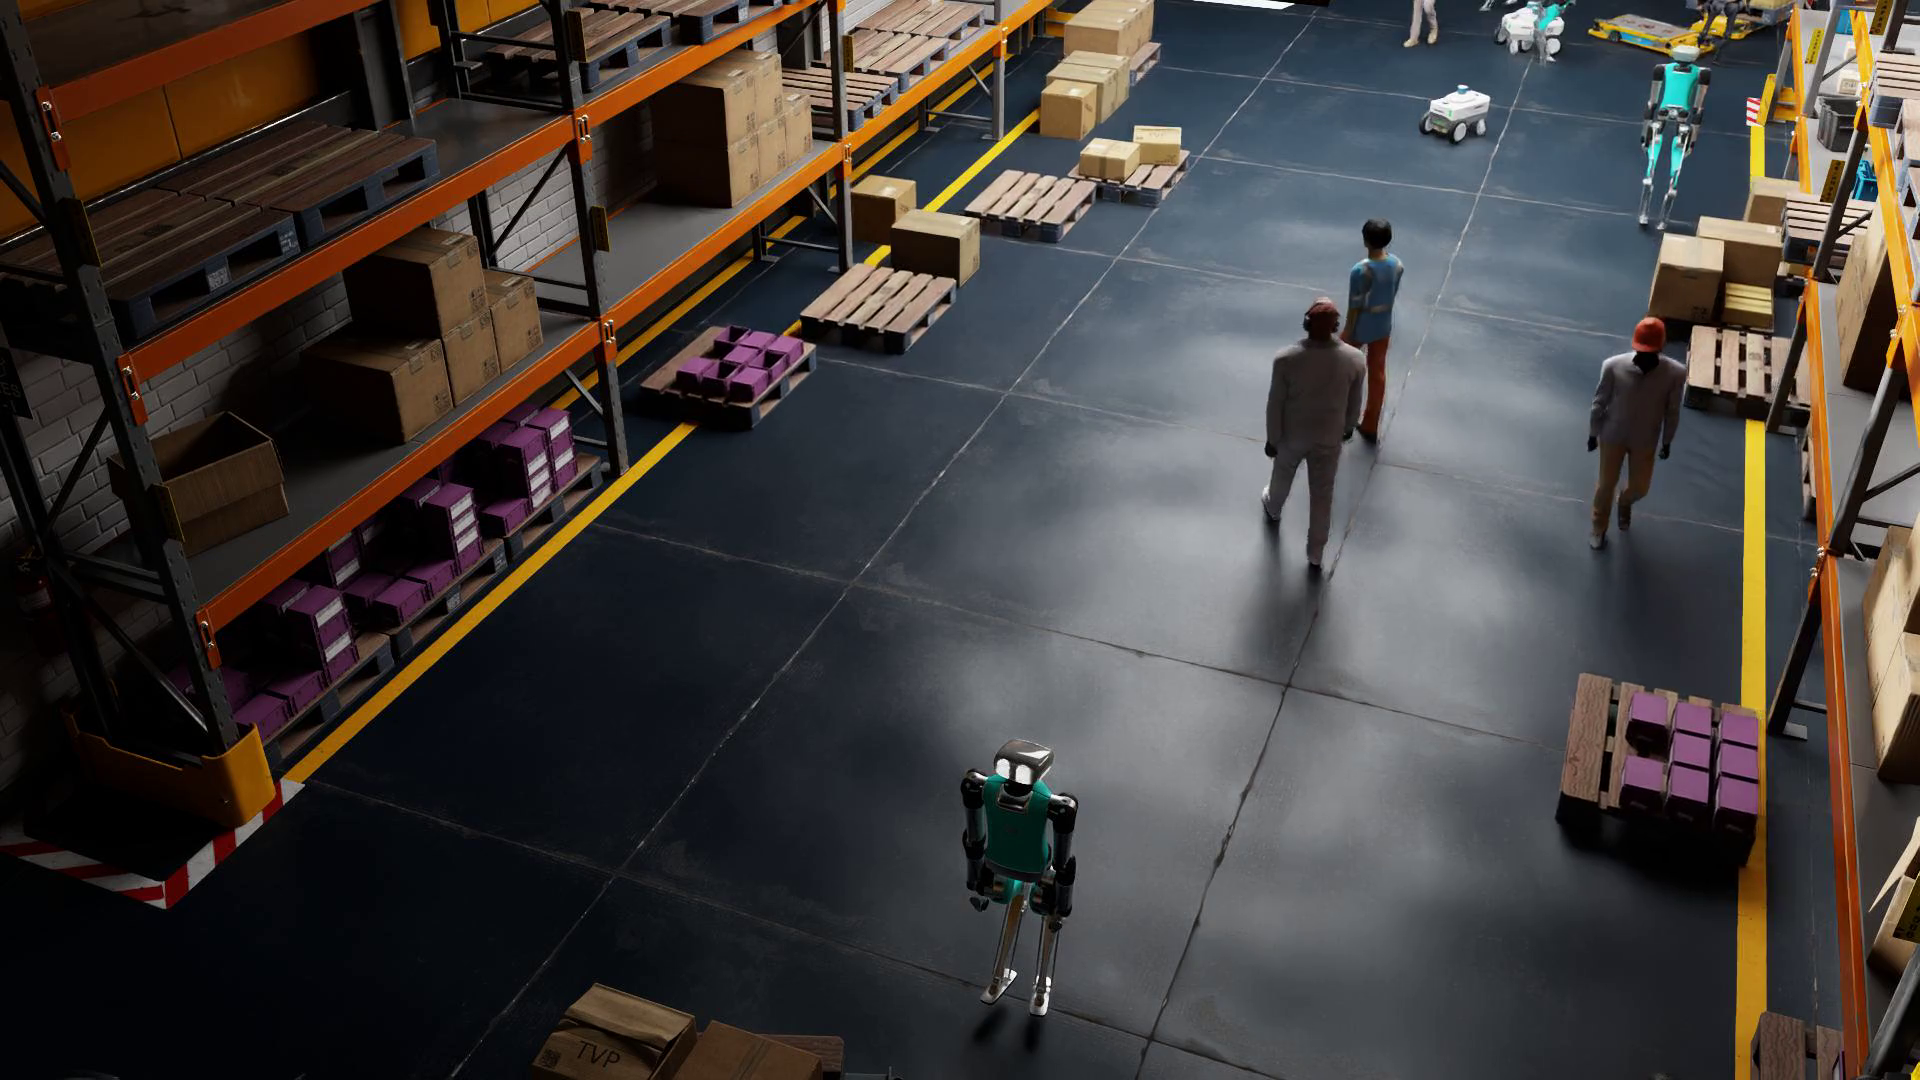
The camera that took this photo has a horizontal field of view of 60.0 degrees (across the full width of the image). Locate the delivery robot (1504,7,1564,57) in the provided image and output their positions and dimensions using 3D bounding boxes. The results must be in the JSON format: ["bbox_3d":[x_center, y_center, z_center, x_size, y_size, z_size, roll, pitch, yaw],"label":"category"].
[{"bbox_3d":[7.445,-6.578,21.525,0.783,0.612,0.499,4,33,6],"label":"delivery robot"}]

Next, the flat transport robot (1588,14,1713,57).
[{"bbox_3d":[9.069,-6.621,21.839,0.659,0.231,1.431,-22,39,-30],"label":"flat transport robot"}]

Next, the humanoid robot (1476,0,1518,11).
[{"bbox_3d":[7.614,-8.162,22.891,0.866,1.785,0.558,-19,37,-27],"label":"humanoid robot"}]

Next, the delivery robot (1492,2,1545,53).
[{"bbox_3d":[7.408,-6.720,21.720,0.775,0.585,0.499,-20,38,-27],"label":"delivery robot"}]

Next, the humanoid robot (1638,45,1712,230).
[{"bbox_3d":[6.866,-3.846,16.195,0.550,1.757,0.839,15,36,22],"label":"humanoid robot"}]

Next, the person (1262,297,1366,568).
[{"bbox_3d":[2.394,-0.799,11.371,0.655,1.850,0.968,2,33,2],"label":"person"}]

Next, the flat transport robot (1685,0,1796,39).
[{"bbox_3d":[10.573,-7.069,22.531,1.431,0.231,0.659,-27,41,-35],"label":"flat transport robot"}]

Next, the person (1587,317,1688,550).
[{"bbox_3d":[4.579,-0.727,11.363,0.579,1.730,0.408,11,34,16],"label":"person"}]

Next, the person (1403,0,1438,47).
[{"bbox_3d":[6.010,-7.222,21.397,0.435,1.762,0.406,21,38,29],"label":"person"}]

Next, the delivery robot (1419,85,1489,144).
[{"bbox_3d":[5.622,-4.823,18.790,0.764,0.592,0.521,-22,39,-30],"label":"delivery robot"}]

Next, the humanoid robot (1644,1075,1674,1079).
[{"bbox_3d":[2.493,2.598,6.268,0.584,1.648,0.391,-10,34,-15],"label":"humanoid robot"}]

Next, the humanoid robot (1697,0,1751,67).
[{"bbox_3d":[9.565,-6.749,20.747,0.612,1.645,0.468,2,33,3],"label":"humanoid robot"}]

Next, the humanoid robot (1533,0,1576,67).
[{"bbox_3d":[7.426,-6.808,20.807,0.664,1.841,0.538,21,38,29],"label":"humanoid robot"}]

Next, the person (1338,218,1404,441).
[{"bbox_3d":[3.096,-1.679,12.844,0.496,1.731,0.856,-10,34,-15],"label":"person"}]

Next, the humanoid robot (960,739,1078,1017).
[{"bbox_3d":[0.341,1.498,7.798,0.533,1.677,0.735,12,35,18],"label":"humanoid robot"}]
